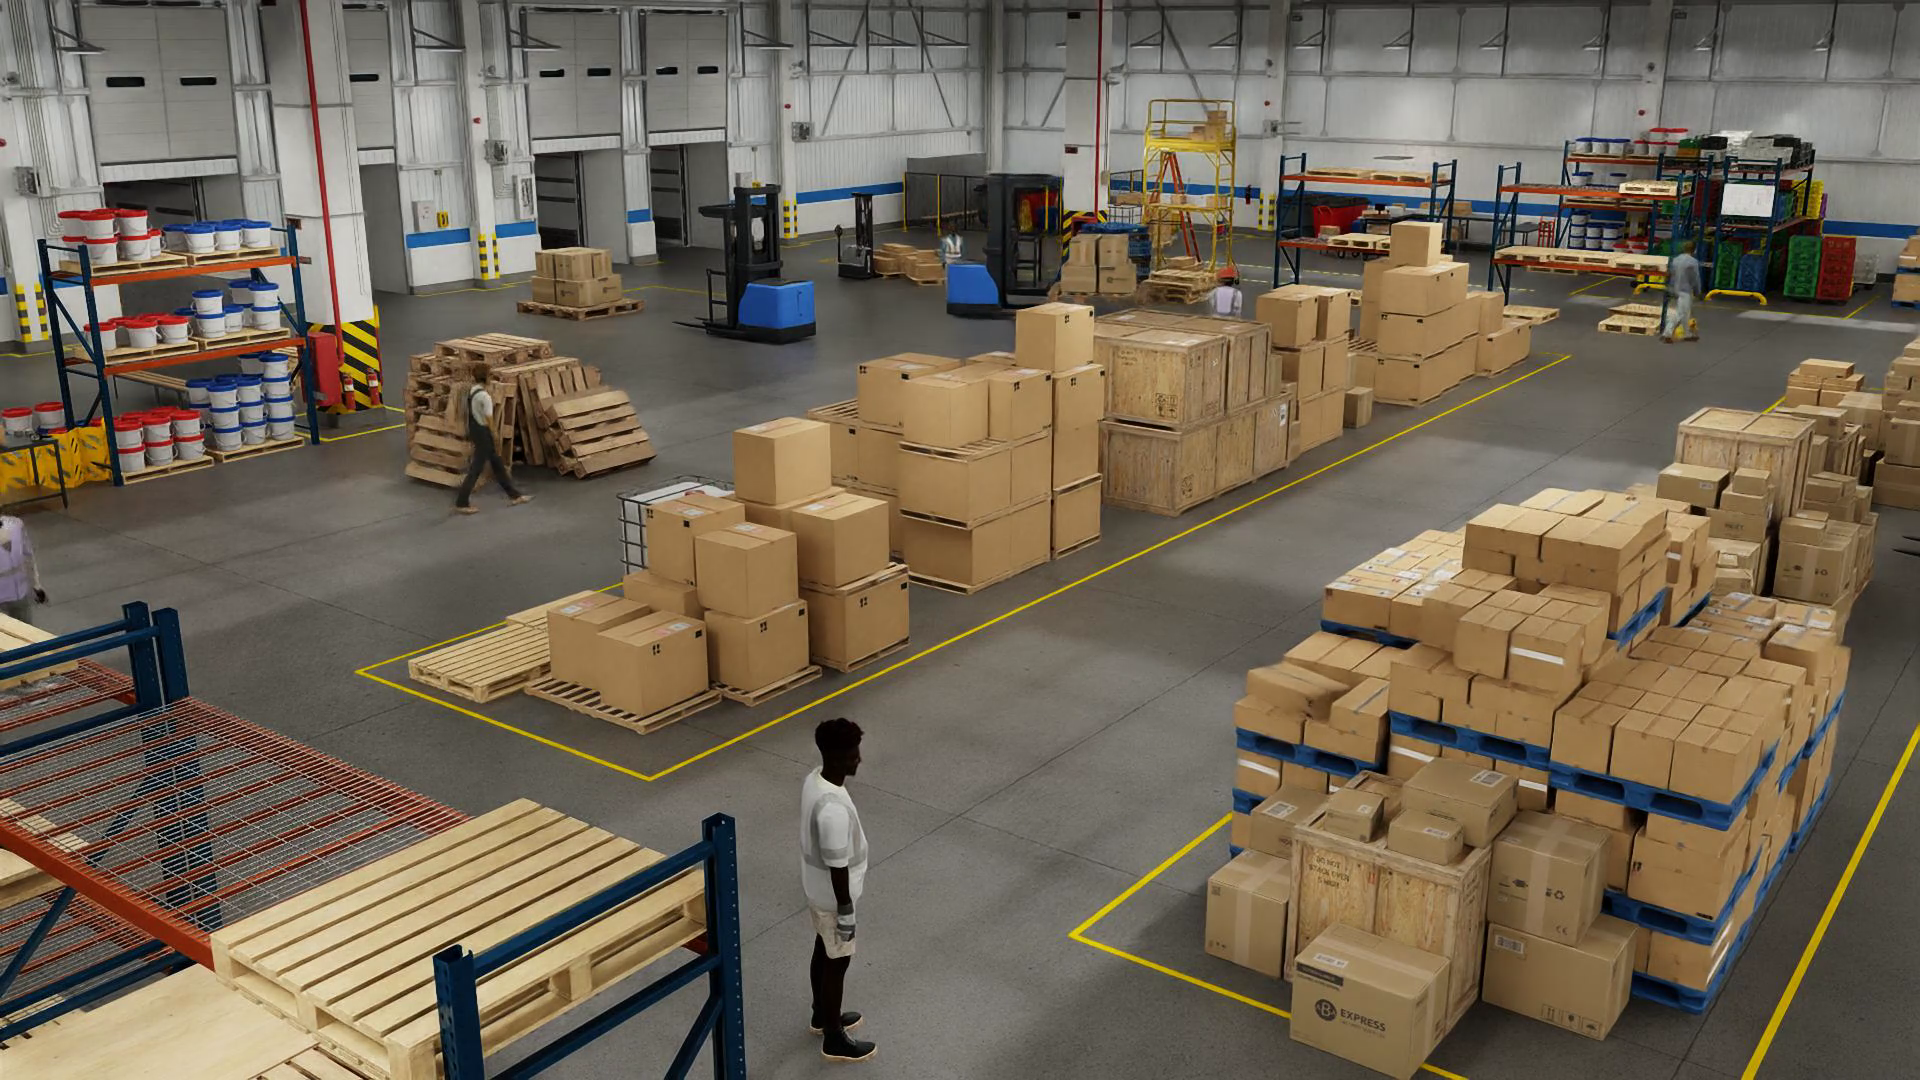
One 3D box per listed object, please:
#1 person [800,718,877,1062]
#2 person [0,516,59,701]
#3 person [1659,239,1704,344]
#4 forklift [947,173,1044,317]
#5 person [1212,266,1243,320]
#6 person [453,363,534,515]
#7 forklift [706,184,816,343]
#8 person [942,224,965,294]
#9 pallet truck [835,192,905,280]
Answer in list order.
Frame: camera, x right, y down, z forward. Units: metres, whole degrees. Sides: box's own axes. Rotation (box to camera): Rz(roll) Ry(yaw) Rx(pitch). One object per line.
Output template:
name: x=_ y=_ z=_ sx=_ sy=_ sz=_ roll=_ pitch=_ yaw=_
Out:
person: x=-0.677 y=1.888 z=9.080 sx=0.361 sy=1.963 sz=0.618 roll=-5 pitch=17 yaw=-15
person: x=-7.985 y=0.474 z=13.915 sx=0.385 sy=1.881 sz=0.675 roll=6 pitch=18 yaw=19
person: x=13.271 y=-4.548 z=30.482 sx=0.860 sy=1.911 sz=0.633 roll=-2 pitch=17 yaw=-7
forklift: x=0.724 y=-5.918 z=33.369 sx=1.873 sy=2.768 sz=1.129 roll=3 pitch=17 yaw=8
person: x=4.355 y=-3.486 z=26.979 sx=0.547 sy=1.898 sz=0.888 roll=9 pitch=19 yaw=26
person: x=-5.587 y=-1.198 z=19.592 sx=0.991 sy=1.796 sz=0.524 roll=-10 pitch=19 yaw=-30
forklift: x=-3.717 y=-5.181 z=30.929 sx=1.873 sy=2.768 sz=1.129 roll=12 pitch=21 yaw=35
person: x=-0.120 y=-5.907 z=35.482 sx=0.552 sy=1.614 sz=0.665 roll=-6 pitch=18 yaw=-20
pallet truck: x=-1.936 y=-7.159 z=38.982 sx=1.885 sy=1.965 sz=0.823 roll=-12 pitch=21 yaw=-34
